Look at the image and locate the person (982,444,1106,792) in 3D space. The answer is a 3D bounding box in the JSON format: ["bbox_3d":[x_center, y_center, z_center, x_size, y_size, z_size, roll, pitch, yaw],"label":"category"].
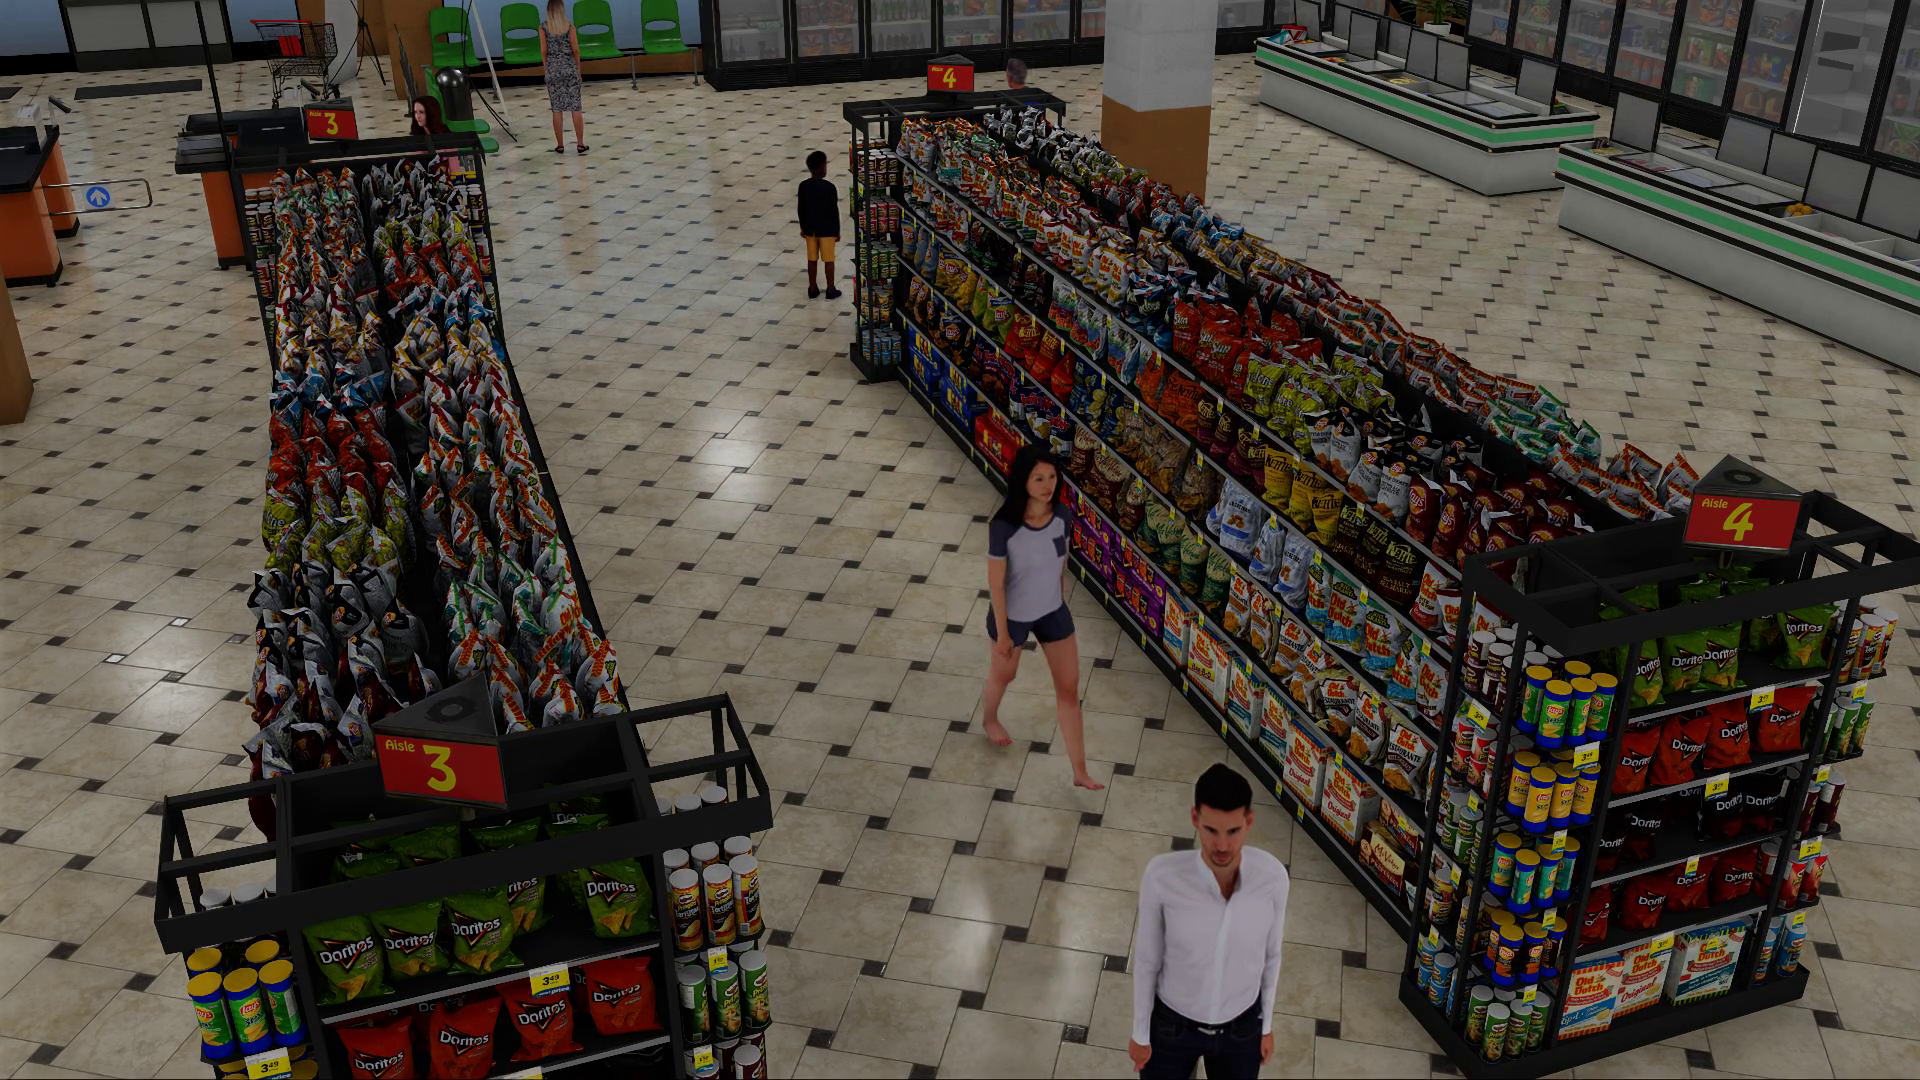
[{"bbox_3d":[0.280,0.324,7.785,0.709,1.655,1.134,-13,30,-25],"label":"person"}]

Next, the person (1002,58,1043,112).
[{"bbox_3d":[0.539,-3.367,14.874,0.804,1.825,0.799,17,31,30],"label":"person"}]

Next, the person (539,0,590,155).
[{"bbox_3d":[-4.461,-5.204,18.631,0.621,1.703,0.580,-2,27,-3],"label":"person"}]

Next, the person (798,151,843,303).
[{"bbox_3d":[-1.190,-2.655,14.090,0.613,1.266,0.659,7,28,13],"label":"person"}]

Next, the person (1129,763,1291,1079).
[{"bbox_3d":[0.771,1.493,5.244,0.690,1.868,0.674,-1,27,-1],"label":"person"}]

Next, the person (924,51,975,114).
[{"bbox_3d":[-0.082,-3.387,14.835,0.751,1.896,0.806,11,29,21],"label":"person"}]

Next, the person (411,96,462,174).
[{"bbox_3d":[-4.268,-2.748,13.679,0.686,1.803,0.716,8,28,15],"label":"person"}]
